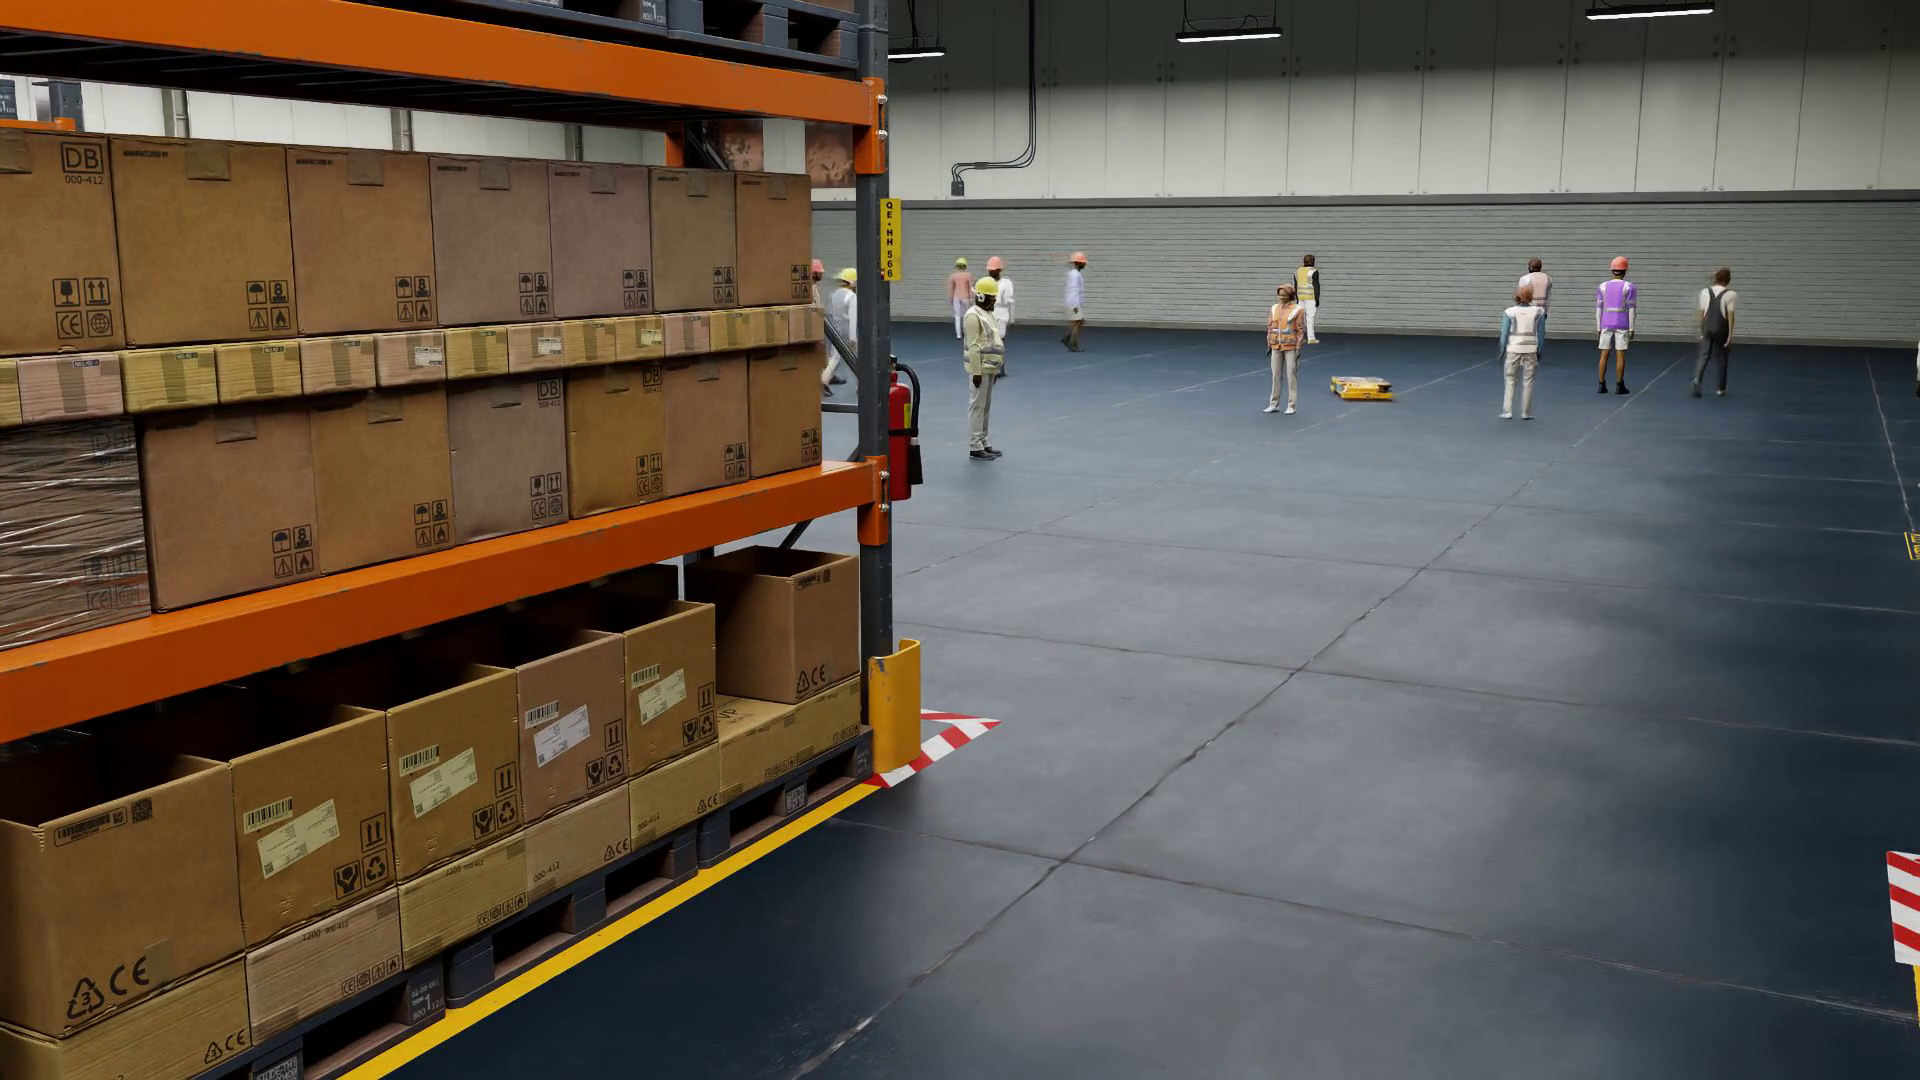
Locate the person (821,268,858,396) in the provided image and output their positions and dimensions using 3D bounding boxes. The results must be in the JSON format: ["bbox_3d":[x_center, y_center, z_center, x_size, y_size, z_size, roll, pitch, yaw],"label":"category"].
[{"bbox_3d":[-1.609,-2.887,23.164,0.886,1.801,0.589,-8,13,-36],"label":"person"}]

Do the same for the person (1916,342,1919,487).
[{"bbox_3d":[8.741,-1.412,14.599,0.608,1.985,0.396,7,13,35],"label":"person"}]

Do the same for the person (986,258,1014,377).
[{"bbox_3d":[0.518,-3.458,26.019,0.573,1.880,0.998,5,11,24],"label":"person"}]

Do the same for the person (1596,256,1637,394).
[{"bbox_3d":[9.291,-3.034,23.558,0.545,1.942,0.354,8,13,39],"label":"person"}]

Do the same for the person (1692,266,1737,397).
[{"bbox_3d":[10.493,-2.888,23.126,0.514,1.818,0.838,9,14,42],"label":"person"}]

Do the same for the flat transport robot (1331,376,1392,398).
[{"bbox_3d":[5.596,-2.138,23.233,0.652,0.197,1.431,1,10,5],"label":"flat transport robot"}]

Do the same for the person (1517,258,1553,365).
[{"bbox_3d":[9.903,-3.943,28.792,0.626,1.844,0.429,-3,11,-16],"label":"person"}]

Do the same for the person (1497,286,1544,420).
[{"bbox_3d":[6.834,-2.266,20.256,0.554,1.623,0.318,1,10,3],"label":"person"}]

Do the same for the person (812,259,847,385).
[{"bbox_3d":[-2.242,-3.236,24.832,1.003,1.890,0.566,0,10,-1],"label":"person"}]

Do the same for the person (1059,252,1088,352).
[{"bbox_3d":[2.225,-4.552,31.887,0.473,1.919,0.571,1,10,4],"label":"person"}]

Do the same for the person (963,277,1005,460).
[{"bbox_3d":[0.245,-1.722,16.720,0.404,1.828,0.587,3,11,16],"label":"person"}]

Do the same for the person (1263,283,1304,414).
[{"bbox_3d":[4.089,-2.403,20.947,0.510,1.639,0.308,10,14,42],"label":"person"}]

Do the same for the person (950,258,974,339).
[{"bbox_3d":[0.062,-5.241,36.105,0.554,1.740,0.686,3,11,14],"label":"person"}]

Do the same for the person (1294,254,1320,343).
[{"bbox_3d":[7.242,-5.008,34.598,0.429,1.844,0.627,-8,13,-38],"label":"person"}]
